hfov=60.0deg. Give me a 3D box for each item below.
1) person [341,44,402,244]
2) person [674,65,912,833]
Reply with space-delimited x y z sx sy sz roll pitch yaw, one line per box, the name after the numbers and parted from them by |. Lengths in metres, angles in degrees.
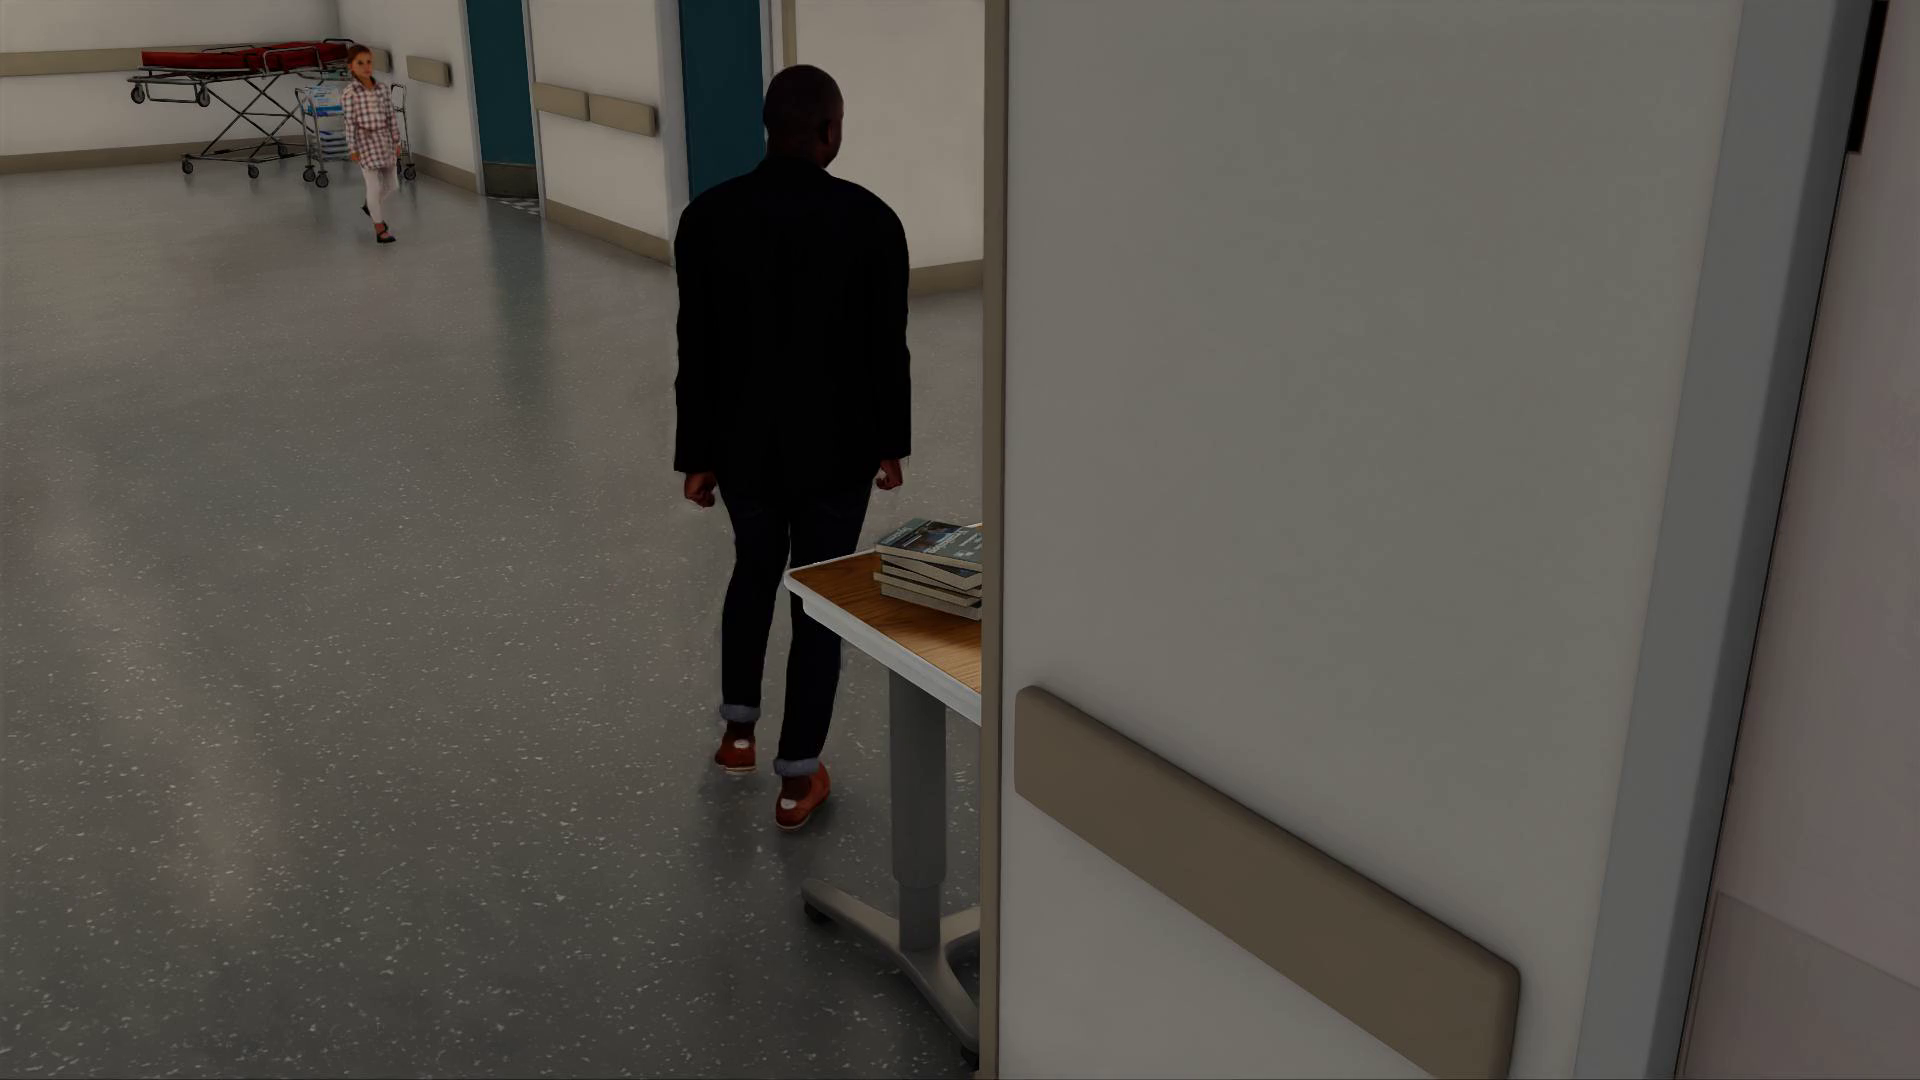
-3.989 -2.672 11.218 0.744 1.300 0.614 18 27 40 | person
-0.398 -0.149 3.854 0.842 1.797 0.895 2 21 5 | person
